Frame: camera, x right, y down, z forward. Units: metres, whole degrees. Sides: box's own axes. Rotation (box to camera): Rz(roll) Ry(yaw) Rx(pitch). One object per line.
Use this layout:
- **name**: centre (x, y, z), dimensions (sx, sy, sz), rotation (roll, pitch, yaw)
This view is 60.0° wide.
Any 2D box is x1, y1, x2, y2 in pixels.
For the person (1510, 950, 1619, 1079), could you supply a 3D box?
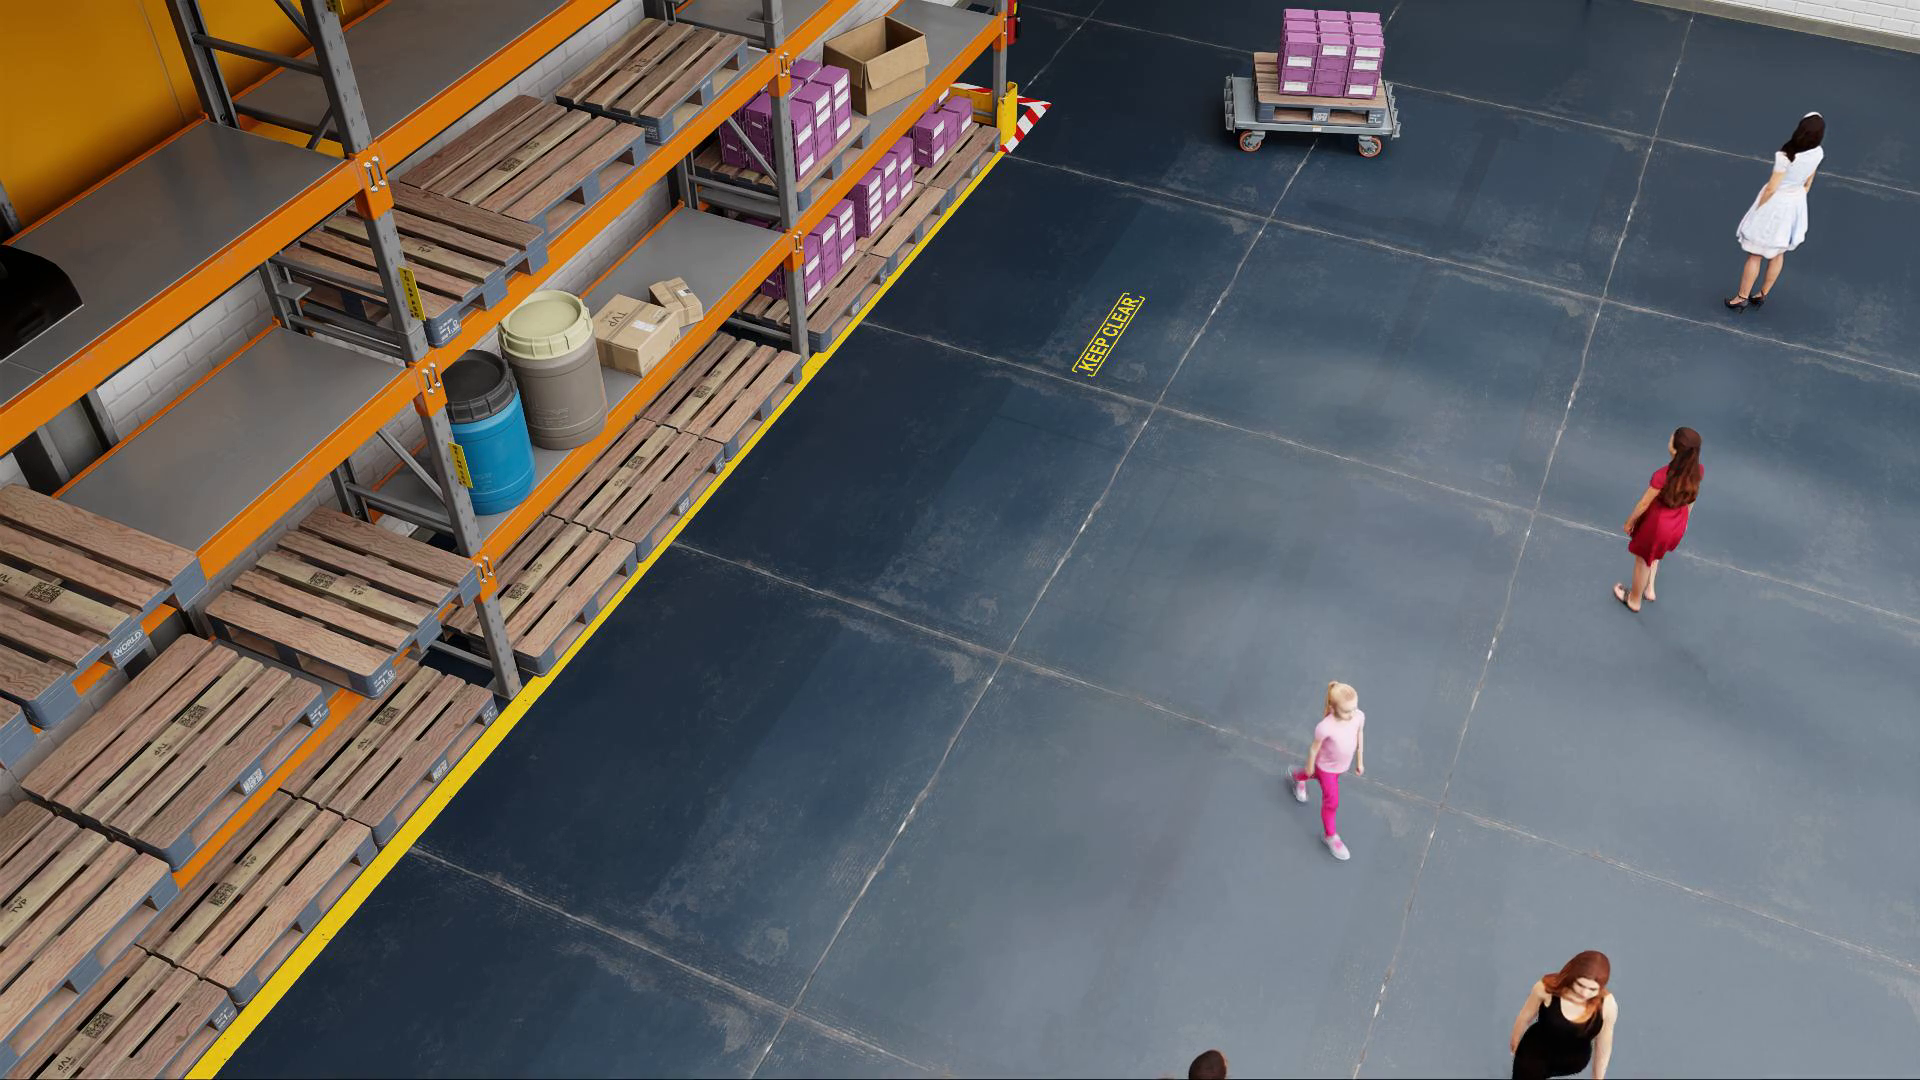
- **person**: centre (2.995, 2.503, 8.354), dimensions (0.719, 1.689, 1.140), rotation (10, 45, 11)

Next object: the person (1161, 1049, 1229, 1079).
- **person**: centre (1.082, 2.922, 7.823), dimensions (0.627, 1.816, 0.525), rotation (19, 47, 19)

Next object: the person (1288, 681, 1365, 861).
- **person**: centre (2.203, 1.277, 9.957), dimensions (0.895, 1.254, 0.868), rotation (-22, 48, -21)

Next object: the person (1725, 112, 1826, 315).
- **person**: centre (6.735, -2.678, 13.701), dimensions (0.855, 1.816, 0.905), rotation (-8, 44, -8)

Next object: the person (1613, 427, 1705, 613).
- **person**: centre (4.755, -0.078, 11.168), dimensions (0.712, 1.544, 0.771), rotation (-12, 45, -12)
